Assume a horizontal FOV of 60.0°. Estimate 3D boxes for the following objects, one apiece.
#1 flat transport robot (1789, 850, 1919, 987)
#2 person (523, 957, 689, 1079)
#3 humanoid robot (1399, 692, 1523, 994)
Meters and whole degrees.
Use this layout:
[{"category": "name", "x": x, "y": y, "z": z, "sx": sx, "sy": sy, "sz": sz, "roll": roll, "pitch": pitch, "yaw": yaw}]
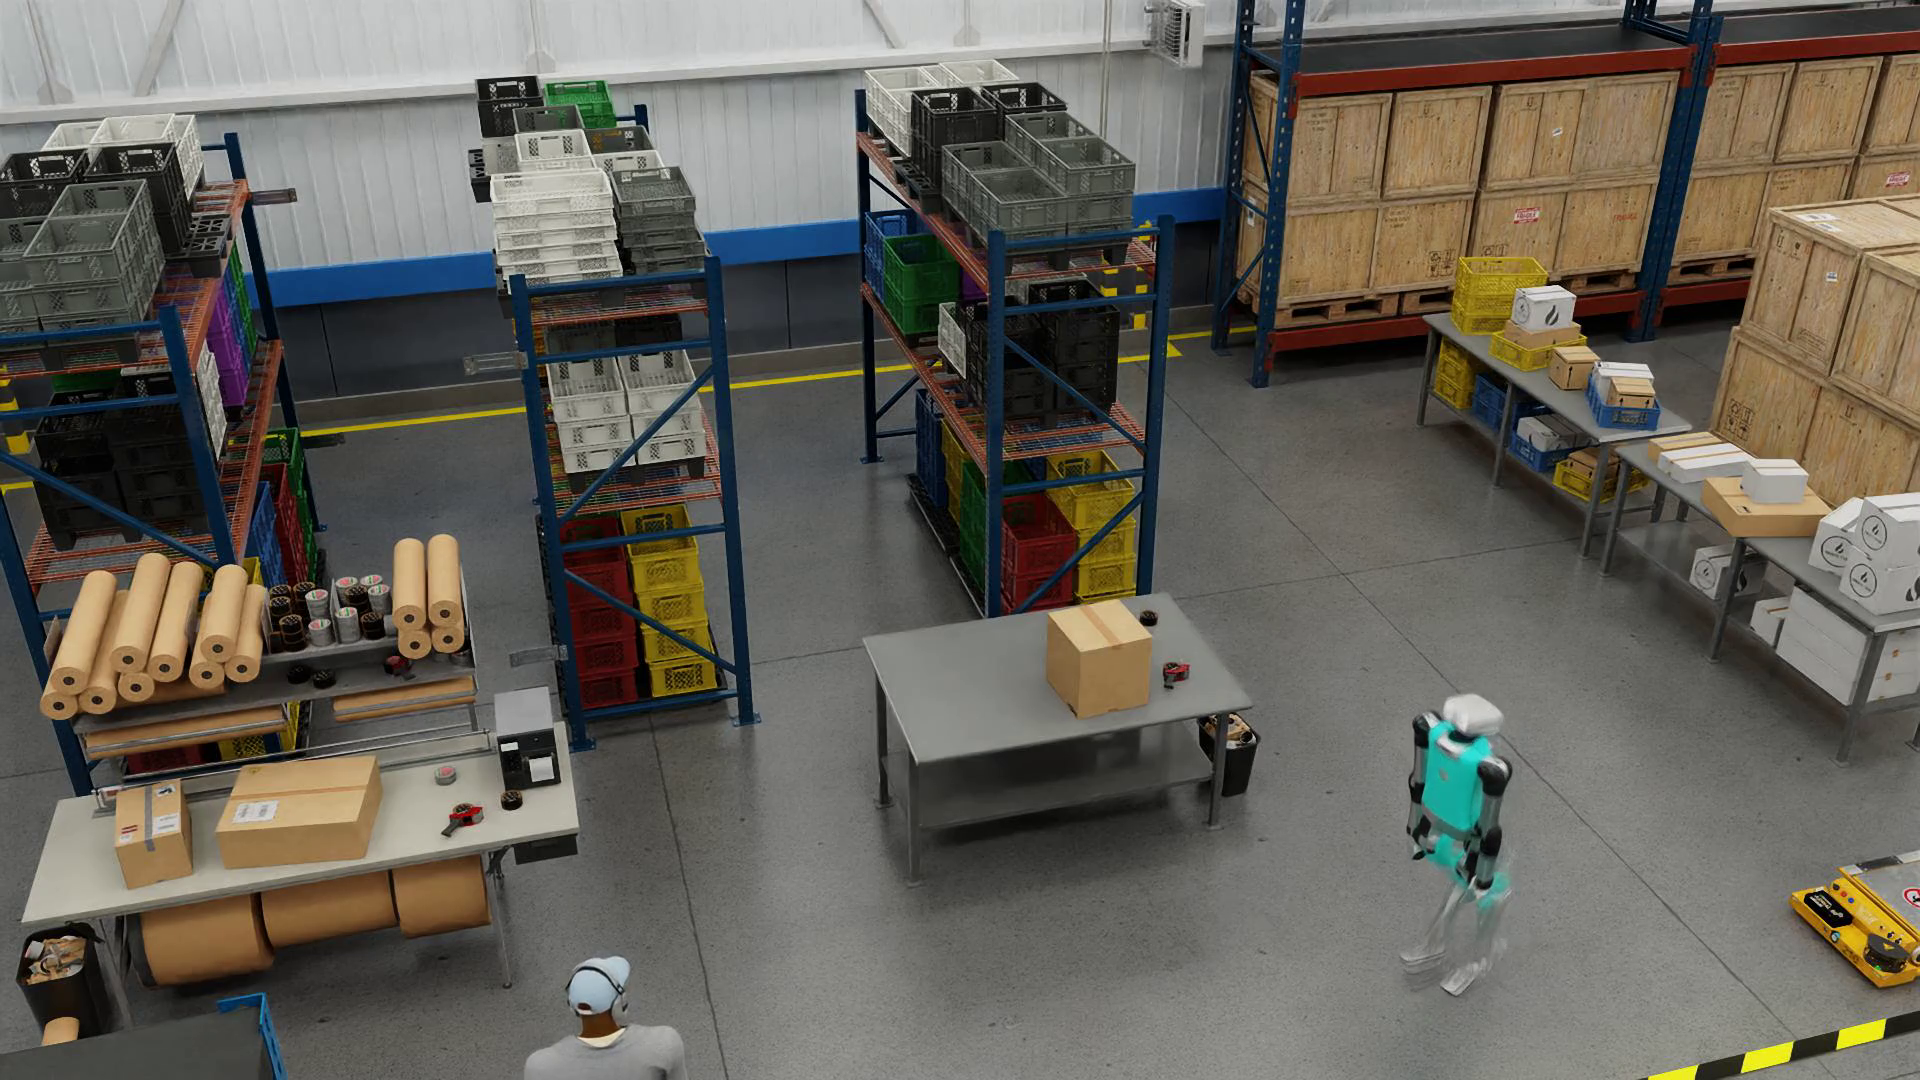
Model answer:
[{"category": "flat transport robot", "x": 5.163, "y": 1.916, "z": 8.676, "sx": 1.431, "sy": 0.231, "sz": 0.659, "roll": -8, "pitch": 30, "yaw": -14}, {"category": "person", "x": -1.299, "y": 2.311, "z": 6.312, "sx": 0.597, "sy": 1.850, "sz": 0.395, "roll": -9, "pitch": 30, "yaw": -15}, {"category": "humanoid robot", "x": 2.483, "y": 1.393, "z": 7.962, "sx": 0.735, "sy": 1.678, "sz": 0.533, "roll": -17, "pitch": 33, "yaw": -28}]
